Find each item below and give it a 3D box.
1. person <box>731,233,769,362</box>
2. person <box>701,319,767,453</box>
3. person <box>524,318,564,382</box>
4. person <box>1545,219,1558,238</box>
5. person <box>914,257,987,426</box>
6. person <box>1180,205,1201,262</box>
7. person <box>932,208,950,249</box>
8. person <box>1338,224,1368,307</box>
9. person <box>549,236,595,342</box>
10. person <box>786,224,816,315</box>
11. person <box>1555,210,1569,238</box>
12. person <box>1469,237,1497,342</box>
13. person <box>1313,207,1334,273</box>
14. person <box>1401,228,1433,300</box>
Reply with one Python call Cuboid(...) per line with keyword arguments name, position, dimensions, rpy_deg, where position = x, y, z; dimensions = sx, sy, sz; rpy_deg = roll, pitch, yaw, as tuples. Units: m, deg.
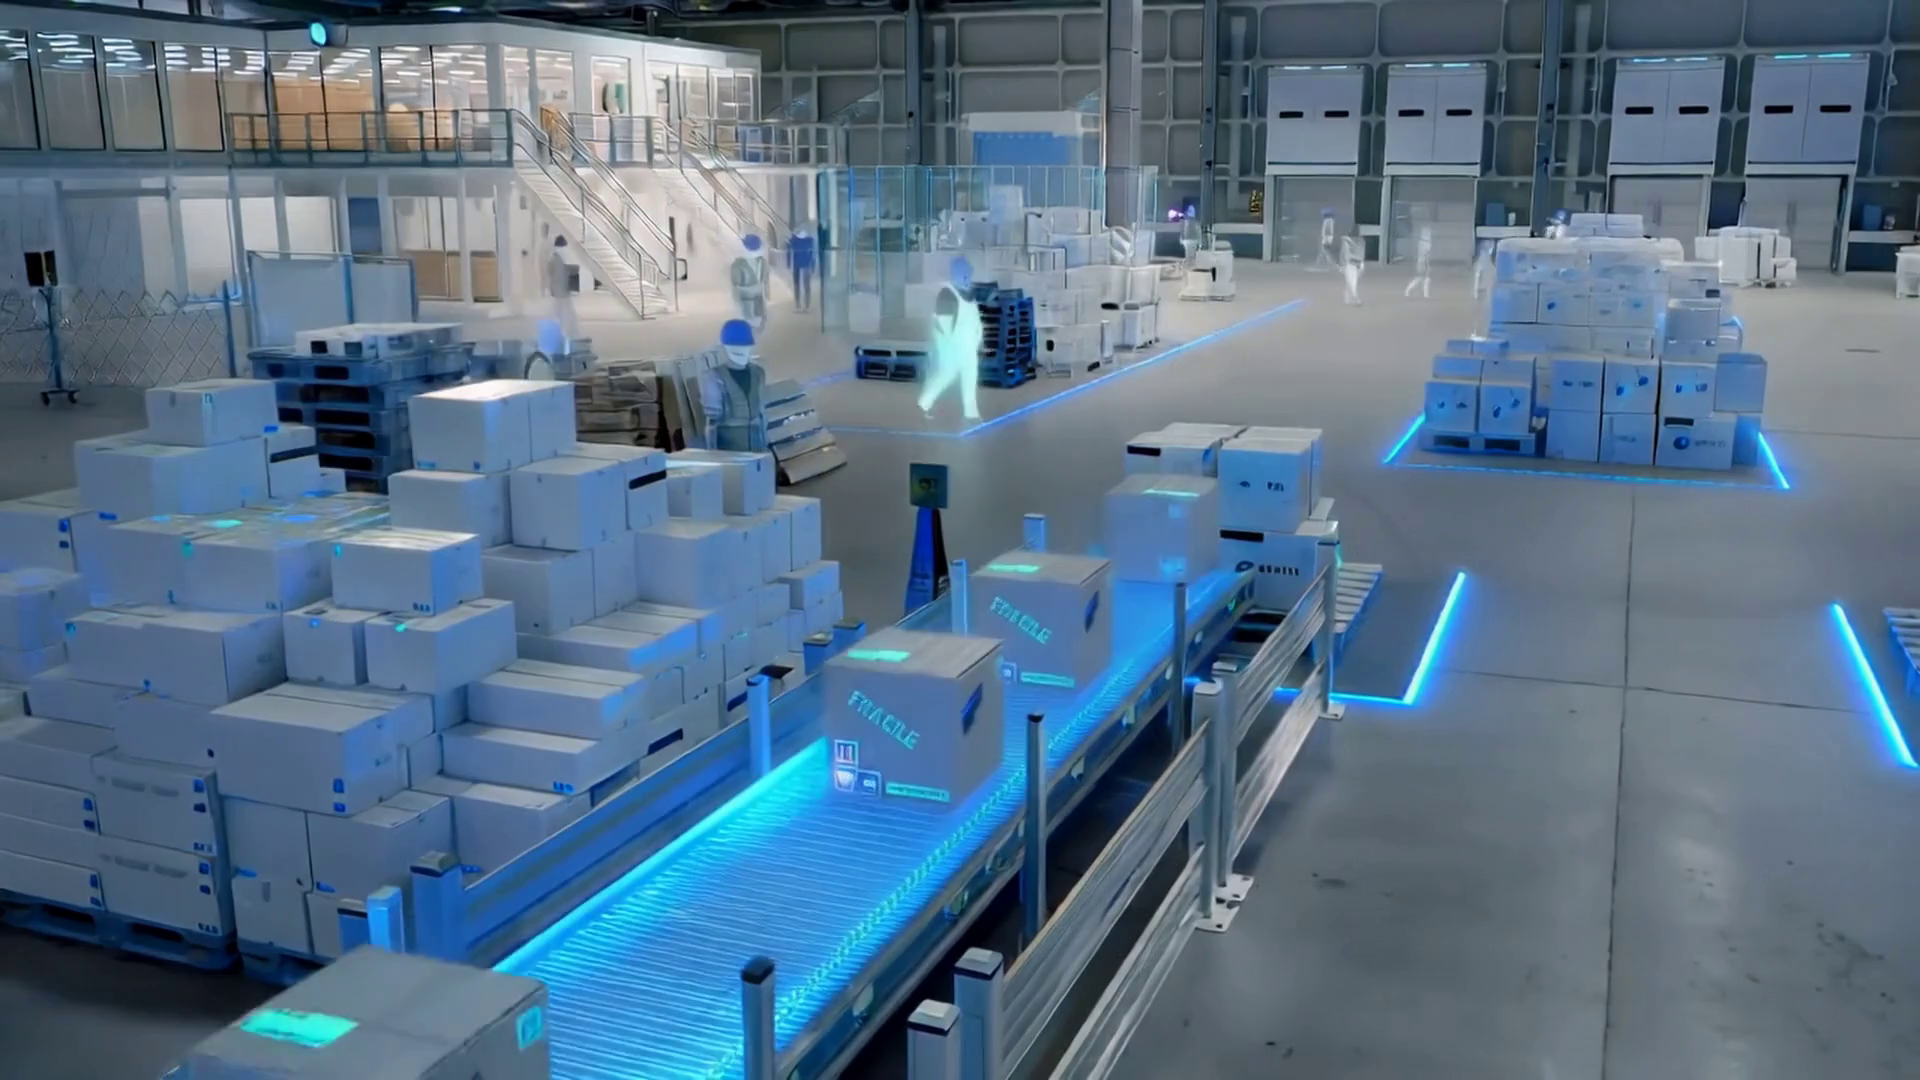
Cuboid(name="person", position=(-3.285, -3.806, 26.186), dimensions=(0.626, 2.024, 0.431), rpy_deg=(-7, 15, -30))
Cuboid(name="person", position=(-1.626, -0.660, 12.278), dimensions=(0.357, 1.936, 0.551), rpy_deg=(12, 17, 44))
Cuboid(name="person", position=(-3.197, -0.846, 13.304), dimensions=(0.936, 1.842, 0.603), rpy_deg=(-4, 13, -16))
Cuboid(name="person", position=(15.084, -7.290, 42.445), dimensions=(0.537, 1.747, 0.544), rpy_deg=(4, 13, 16))
Cuboid(name="person", position=(-0.105, -2.368, 19.707), dimensions=(0.831, 2.000, 0.687), rpy_deg=(8, 15, 32))
Cuboid(name="person", position=(6.912, -9.013, 49.675), dimensions=(0.646, 1.960, 0.907), rpy_deg=(-1, 13, -3))
Cuboid(name="person", position=(-0.471, -8.279, 46.431), dimensions=(0.615, 1.946, 0.391), rpy_deg=(0, 13, 2))
Cuboid(name="person", position=(8.778, -6.056, 36.777), dimensions=(0.657, 1.800, 0.934), rpy_deg=(-7, 14, -28))
Cuboid(name="person", position=(-6.717, -4.223, 28.380), dimensions=(0.941, 1.880, 0.611), rpy_deg=(-4, 13, -16))
Cuboid(name="person", position=(-3.342, -5.676, 34.932), dimensions=(0.632, 1.882, 1.053), rpy_deg=(-1, 13, -6))
Cuboid(name="person", position=(16.588, -8.097, 45.738), dimensions=(0.578, 1.898, 0.791), rpy_deg=(6, 14, 25))
Cuboid(name="person", position=(9.253, -4.403, 29.277), dimensions=(0.551, 1.849, 0.541), rpy_deg=(7, 14, 29))
Cuboid(name="person", position=(10.701, -8.808, 48.858), dimensions=(0.698, 1.913, 0.566), rpy_deg=(9, 15, 35))
Cuboid(name="person", position=(10.667, -6.399, 38.613), dimensions=(0.670, 1.681, 0.543), rpy_deg=(-1, 13, -5))
